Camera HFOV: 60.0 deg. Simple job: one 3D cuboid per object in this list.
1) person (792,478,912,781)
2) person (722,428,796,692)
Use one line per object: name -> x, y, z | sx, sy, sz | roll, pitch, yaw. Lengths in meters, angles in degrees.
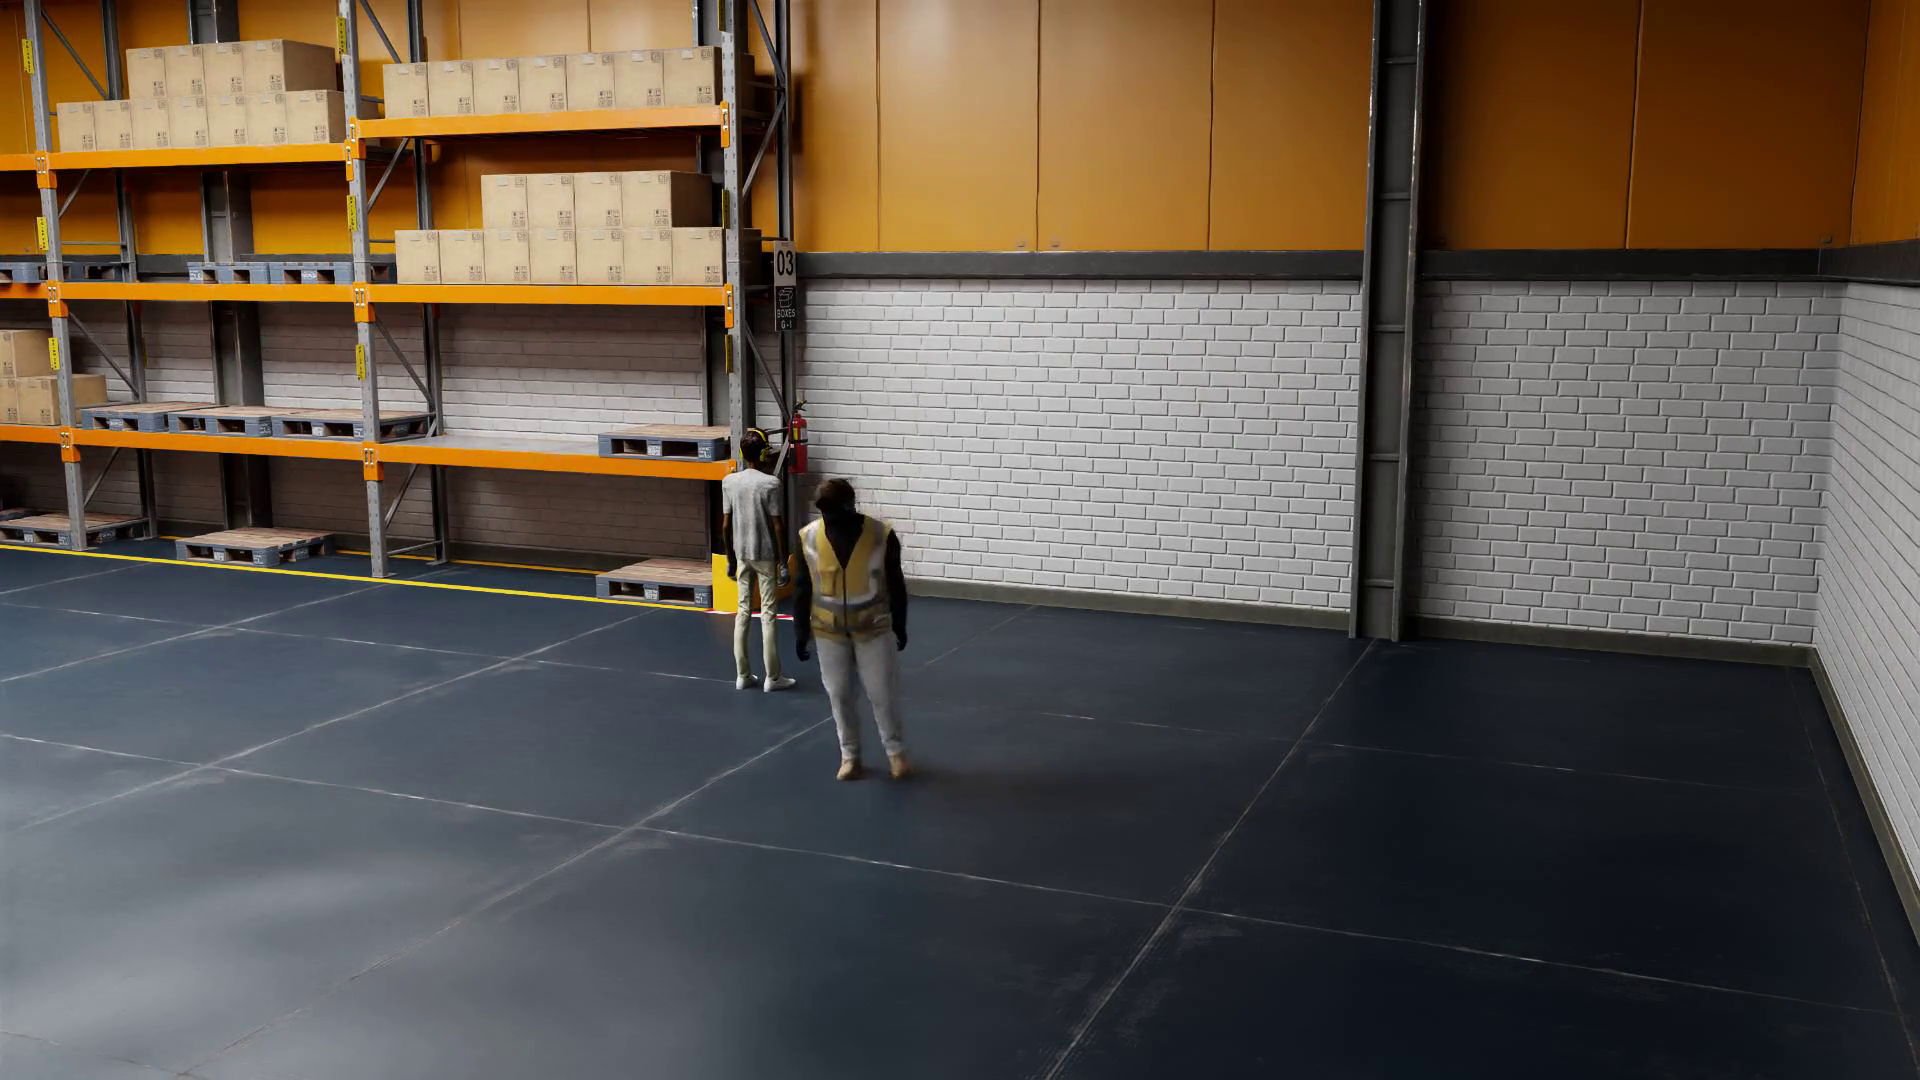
person -> -0.649, 0.528, 9.664 | 0.653, 1.804, 0.455 | 1, 9, 3
person -> -1.438, 0.142, 11.794 | 0.521, 1.874, 0.328 | 4, 10, 23
